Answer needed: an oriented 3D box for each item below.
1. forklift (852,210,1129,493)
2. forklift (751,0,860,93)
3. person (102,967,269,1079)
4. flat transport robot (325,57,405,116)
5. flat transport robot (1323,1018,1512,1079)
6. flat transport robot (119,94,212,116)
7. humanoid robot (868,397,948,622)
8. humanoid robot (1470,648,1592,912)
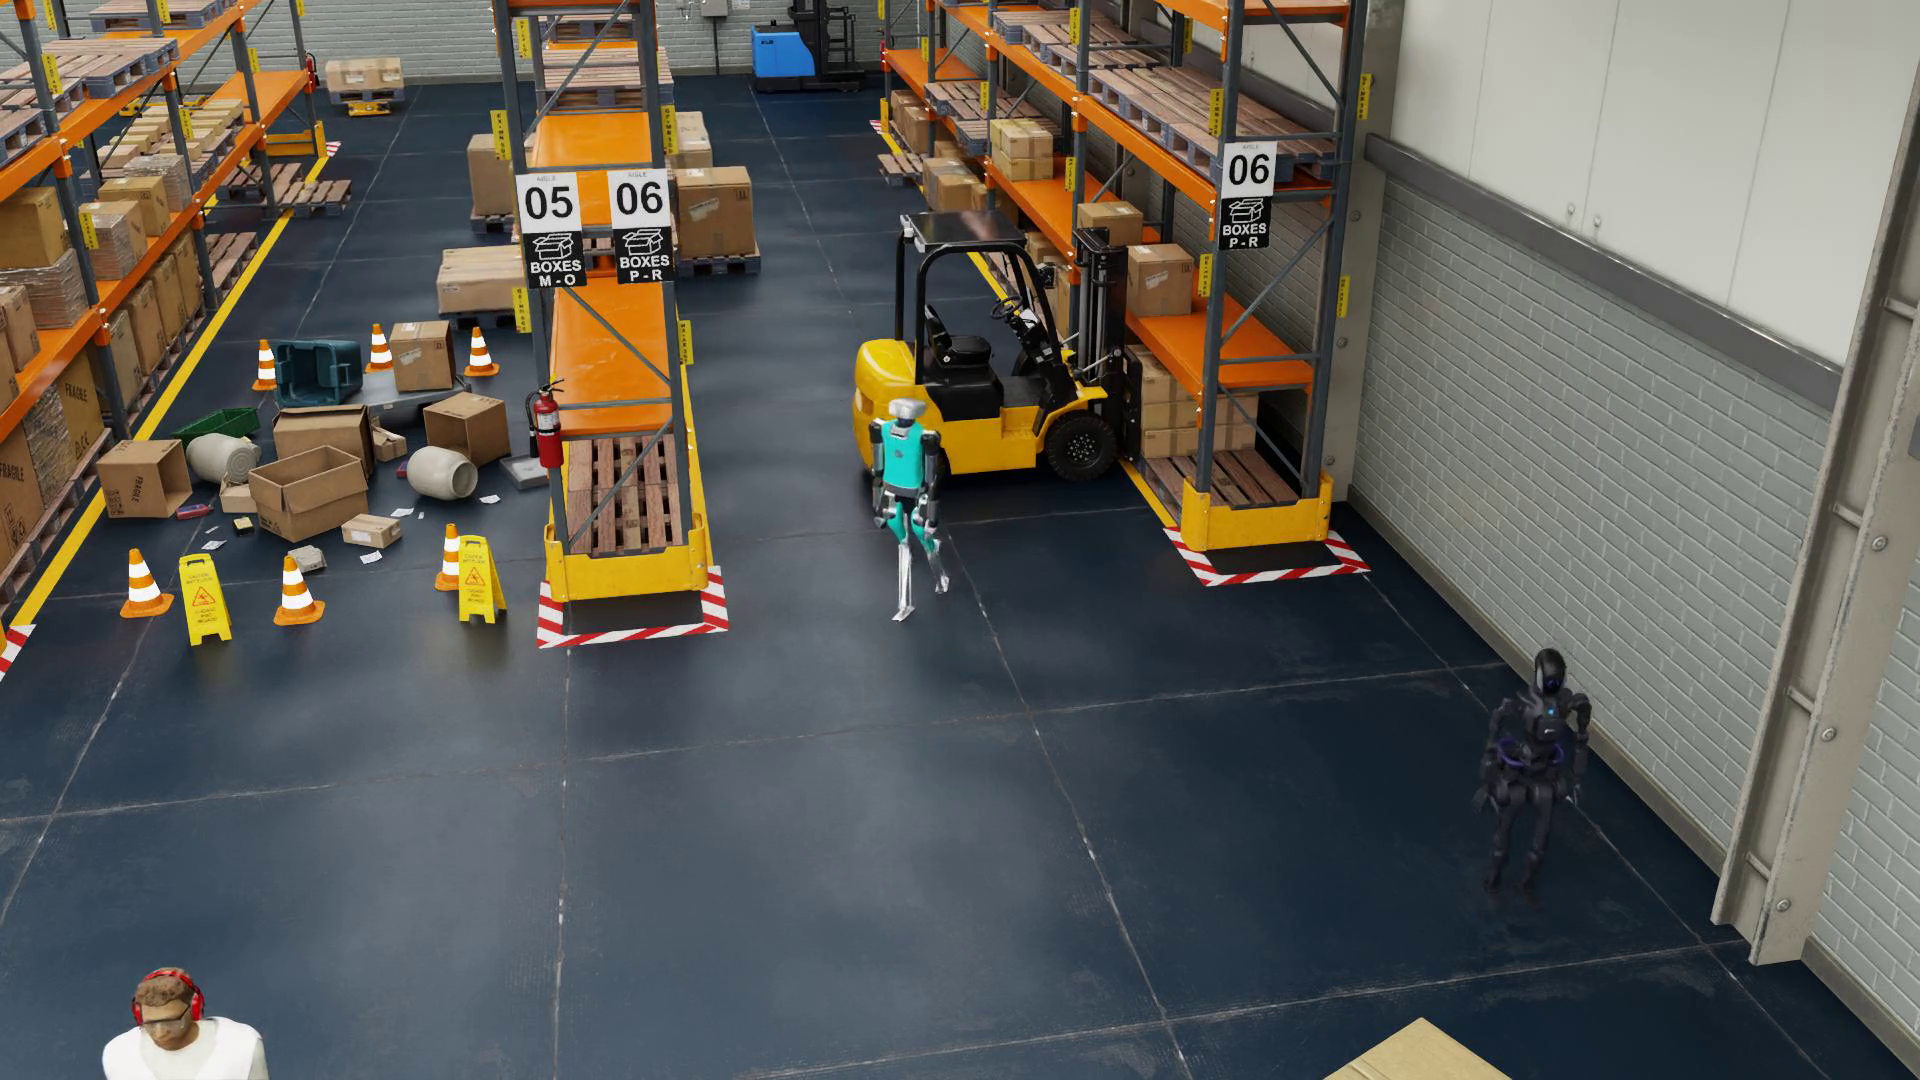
[{"bbox_3d":[0.216,-1.659,14.366,2.313,2.155,1.214,-5,26,-10],"label":"forklift"},{"bbox_3d":[-2.872,-9.679,30.288,1.873,2.768,1.129,-5,26,-10],"label":"forklift"},{"bbox_3d":[-2.869,2.377,6.354,0.564,1.847,0.391,-5,26,-10],"label":"person"},{"bbox_3d":[-10.292,-7.629,29.017,0.659,0.231,1.431,-7,27,-15],"label":"flat transport robot"},{"bbox_3d":[1.706,3.192,6.482,1.431,0.231,0.659,-5,26,-10],"label":"flat transport robot"},{"bbox_3d":[-13.718,-7.518,28.787,1.431,0.231,0.659,-5,26,-10],"label":"flat transport robot"},{"bbox_3d":[-0.278,-0.244,12.047,0.558,1.860,0.838,11,28,21],"label":"humanoid robot"},{"bbox_3d":[3.050,1.274,8.862,0.611,1.635,0.391,-2,26,-4],"label":"humanoid robot"}]
